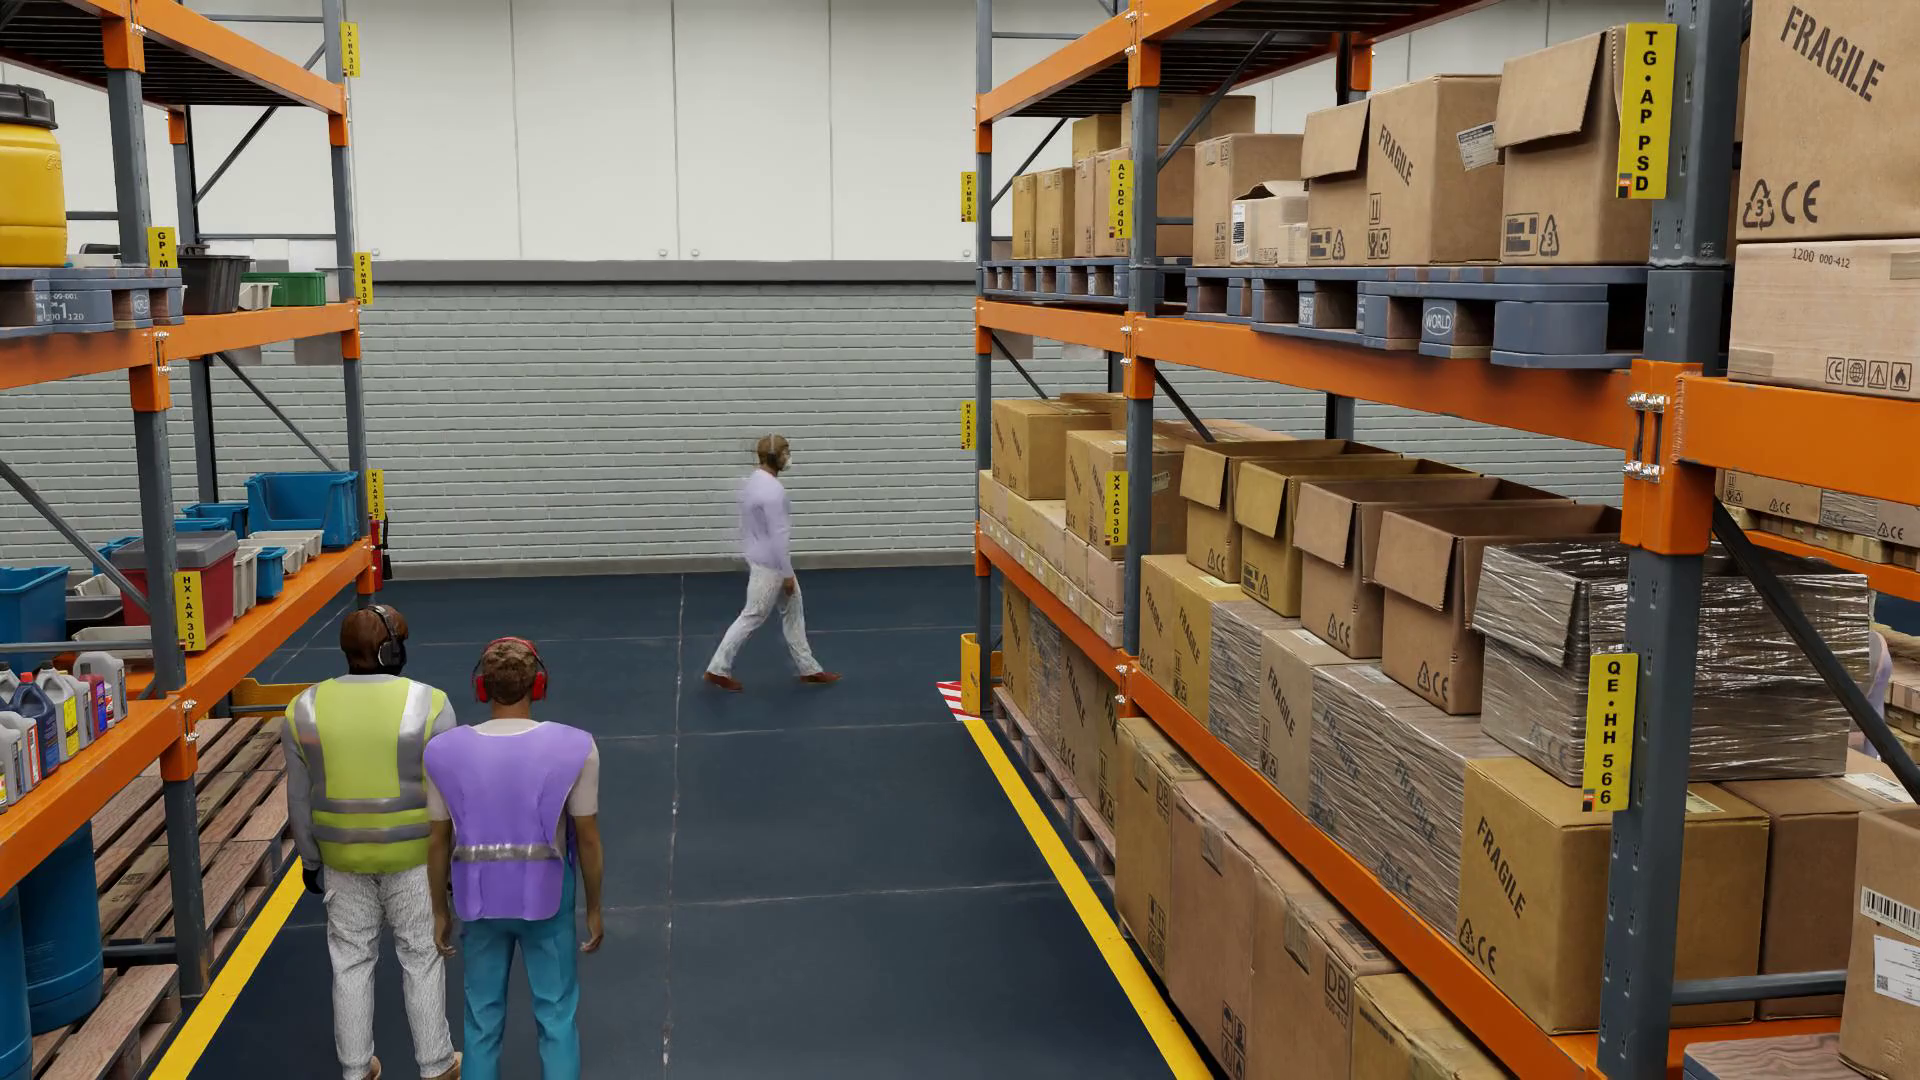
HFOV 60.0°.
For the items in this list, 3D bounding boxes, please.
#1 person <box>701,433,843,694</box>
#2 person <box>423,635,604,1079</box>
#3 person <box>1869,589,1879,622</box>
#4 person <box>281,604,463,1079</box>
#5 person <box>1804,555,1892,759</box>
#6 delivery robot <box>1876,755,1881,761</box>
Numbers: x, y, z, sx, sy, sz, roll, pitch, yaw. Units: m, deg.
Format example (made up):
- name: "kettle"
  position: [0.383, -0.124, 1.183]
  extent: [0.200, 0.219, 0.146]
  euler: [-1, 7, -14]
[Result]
- name: "person"
  position: [-1.394, 0.170, 11.927]
  extent: [1.024, 1.894, 0.649]
  euler: [-2, 9, -12]
- name: "person"
  position: [-1.474, 1.235, 5.537]
  extent: [0.571, 1.832, 0.395]
  euler: [0, 9, -3]
- name: "person"
  position: [6.162, 0.262, 11.447]
  extent: [0.515, 1.860, 0.325]
  euler: [-4, 10, -26]
- name: "person"
  position: [-2.097, 1.143, 6.067]
  extent: [0.634, 1.839, 0.429]
  euler: [0, 9, -2]
- name: "person"
  position: [3.559, 0.980, 7.065]
  extent: [0.624, 1.845, 0.430]
  euler: [1, 9, 8]
- name: "delivery robot"
  position: [4.782, 1.214, 9.288]
  extent: [0.477, 0.478, 0.707]
  euler: [-1, 9, -9]
